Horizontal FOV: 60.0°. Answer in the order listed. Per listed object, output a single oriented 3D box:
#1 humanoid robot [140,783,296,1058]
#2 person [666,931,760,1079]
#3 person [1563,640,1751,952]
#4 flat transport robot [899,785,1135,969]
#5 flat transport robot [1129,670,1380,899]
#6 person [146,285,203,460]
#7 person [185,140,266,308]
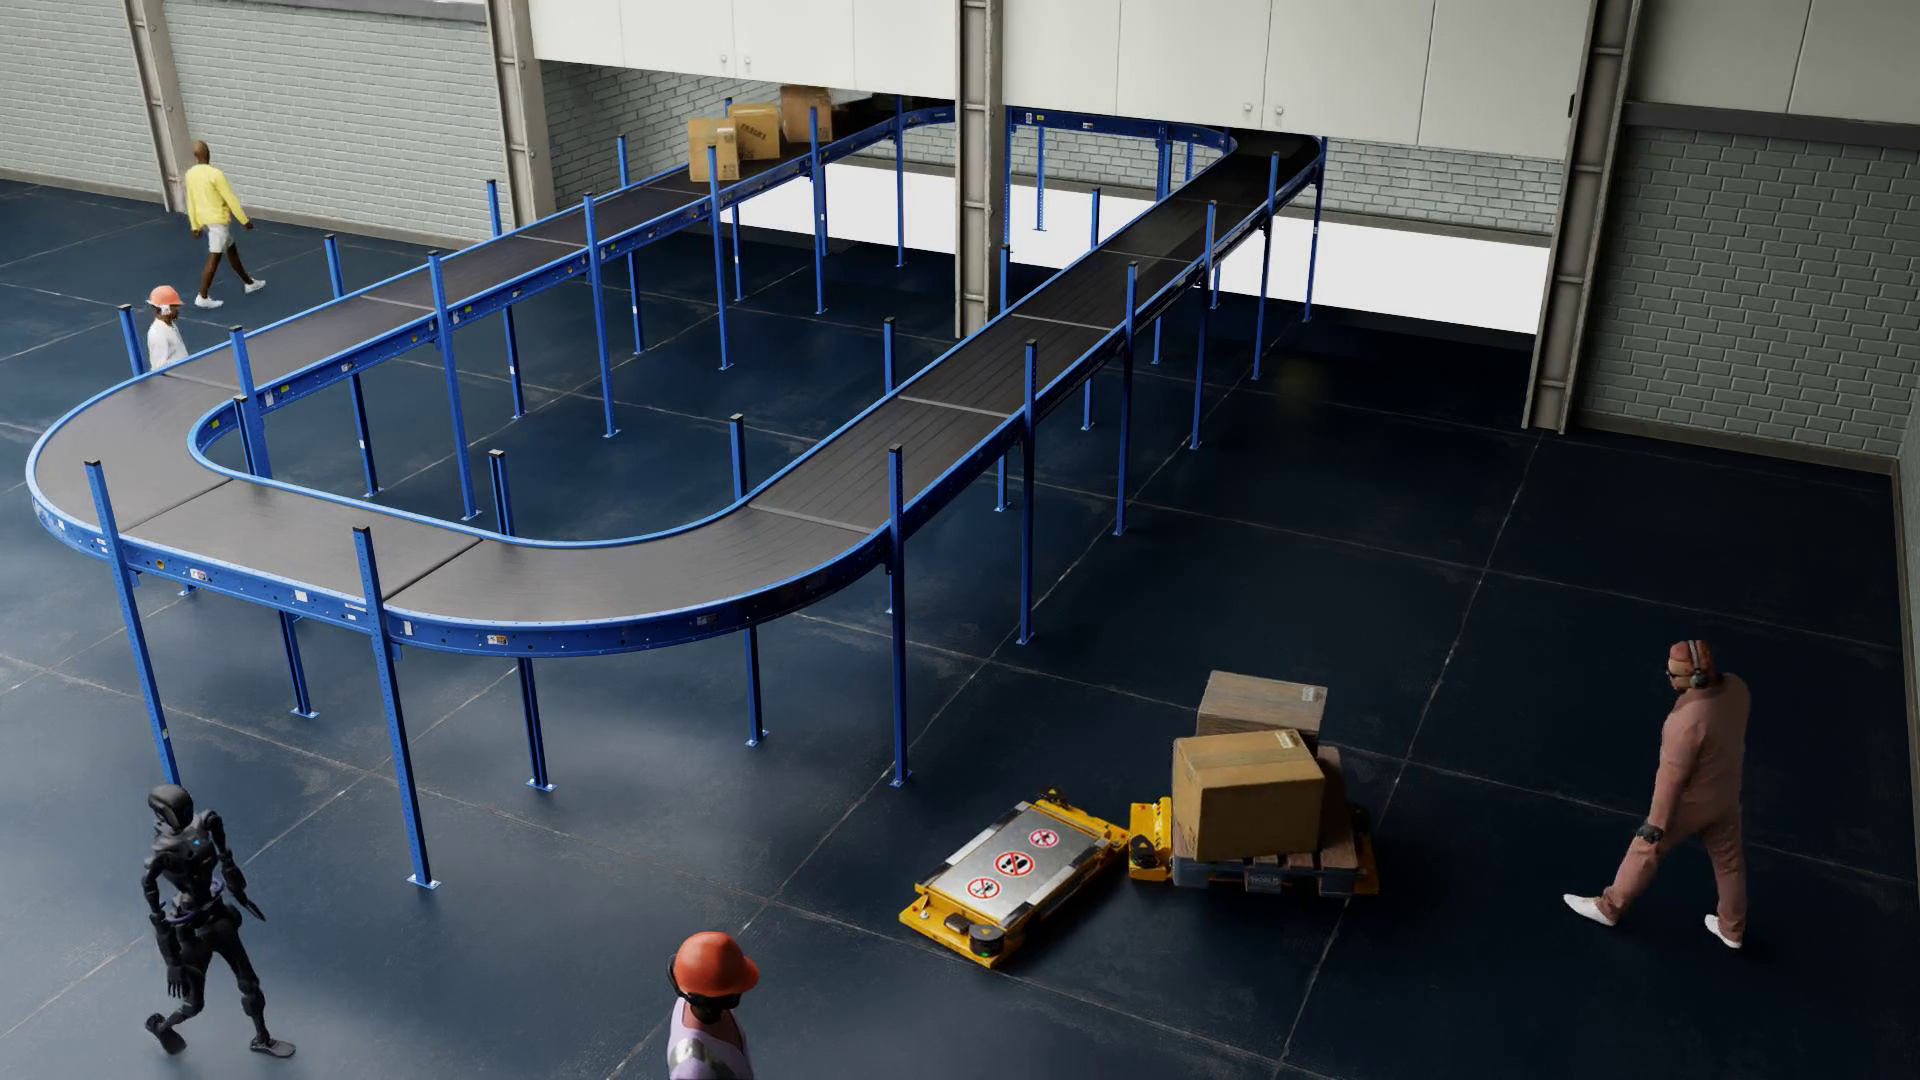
[{"bbox_3d":[-3.758,1.875,8.157,0.734,1.639,0.608,7,27,14],"label":"humanoid robot"},{"bbox_3d":[-0.944,2.392,6.664,0.371,2.042,0.613,-2,26,-4],"label":"person"},{"bbox_3d":[3.924,1.369,8.951,0.705,1.844,0.848,-19,32,-33],"label":"person"},{"bbox_3d":[0.355,1.918,9.612,0.659,0.231,1.431,19,32,34],"label":"flat transport robot"},{"bbox_3d":[1.726,1.798,9.852,1.431,0.231,0.659,3,27,6],"label":"flat transport robot"},{"bbox_3d":[-6.843,-1.358,14.573,0.348,1.723,0.615,-8,28,-16],"label":"person"},{"bbox_3d":[-8.527,-3.626,19.021,0.561,1.843,1.047,14,30,27],"label":"person"}]
